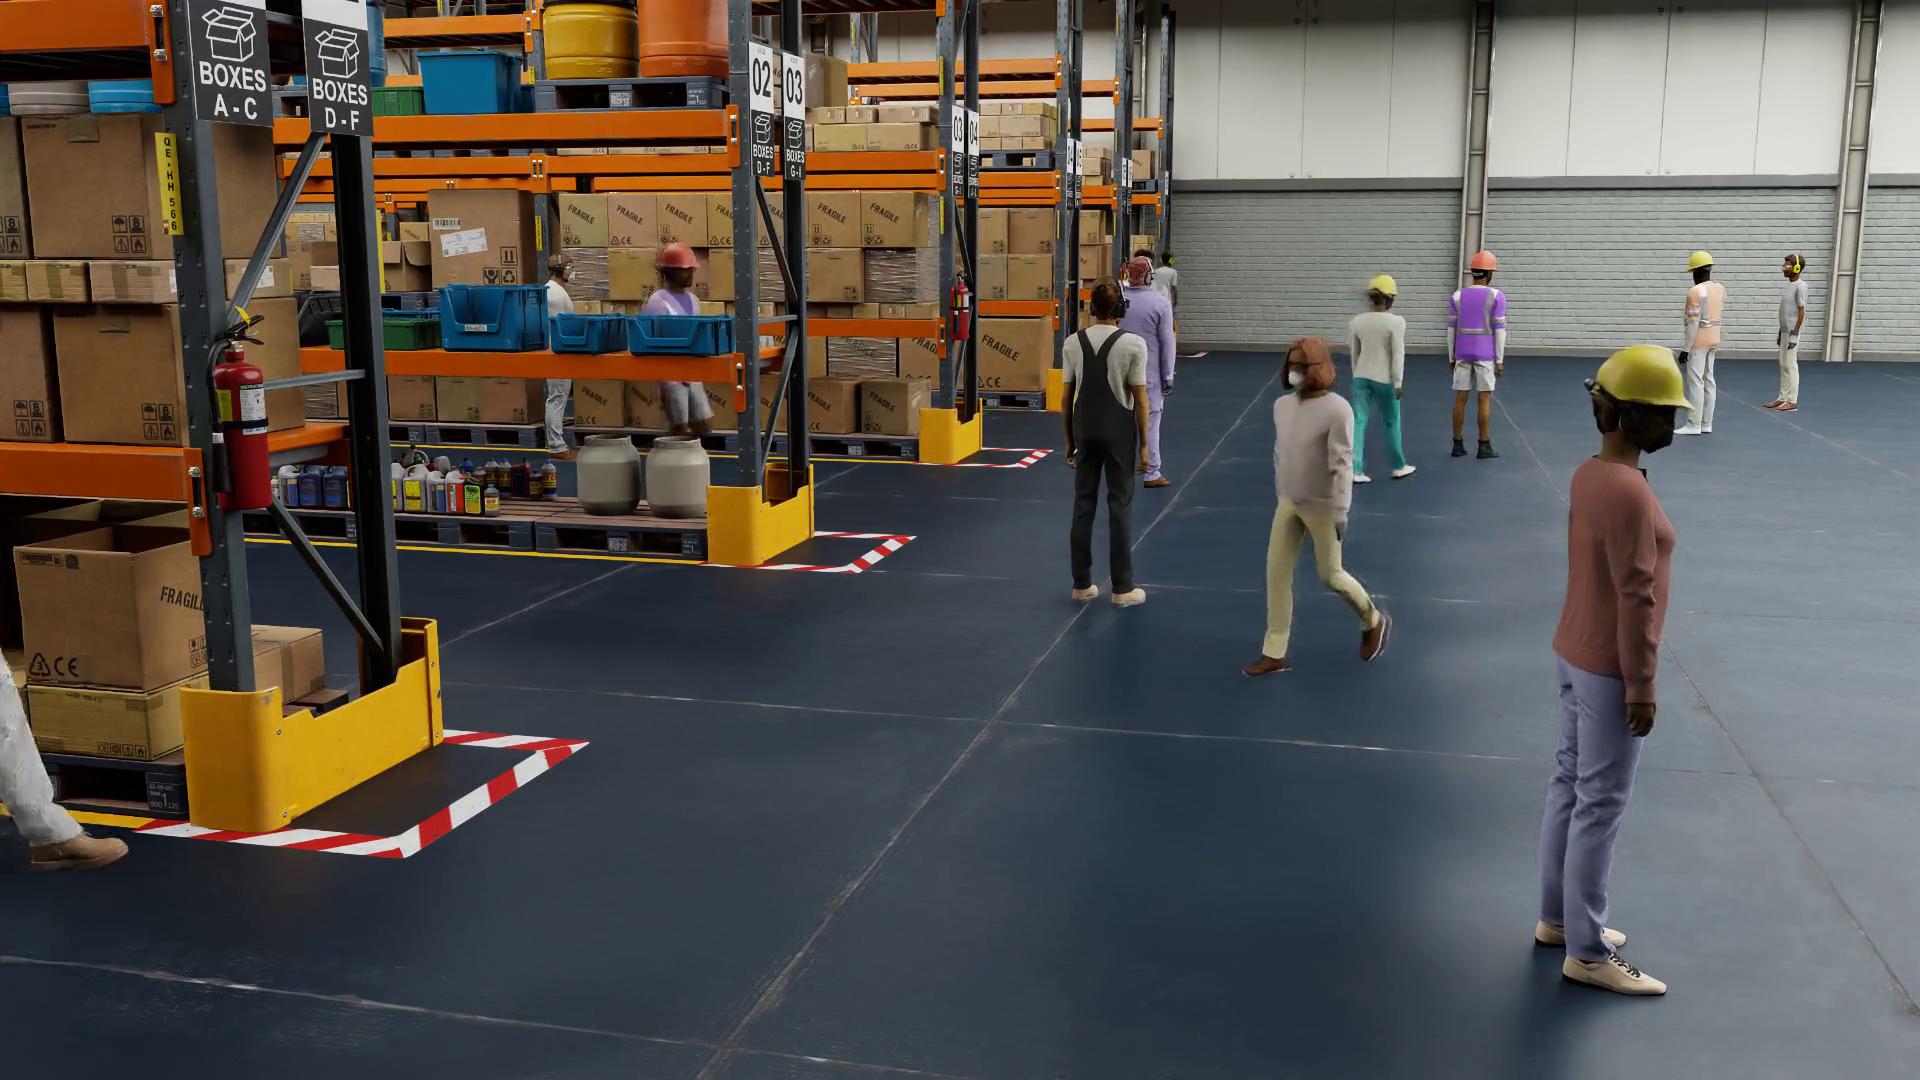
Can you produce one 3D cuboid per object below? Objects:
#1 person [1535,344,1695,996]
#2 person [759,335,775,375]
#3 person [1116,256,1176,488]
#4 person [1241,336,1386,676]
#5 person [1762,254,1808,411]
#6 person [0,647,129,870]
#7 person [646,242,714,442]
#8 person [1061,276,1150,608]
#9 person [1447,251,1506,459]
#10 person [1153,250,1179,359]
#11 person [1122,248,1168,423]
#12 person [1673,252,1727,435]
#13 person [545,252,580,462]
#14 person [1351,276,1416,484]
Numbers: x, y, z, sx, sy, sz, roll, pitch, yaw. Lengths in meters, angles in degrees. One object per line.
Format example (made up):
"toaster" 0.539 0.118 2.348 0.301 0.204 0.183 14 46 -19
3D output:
"person" 1.802 0.348 4.576 0.313 1.767 0.523 1 10 5
"person" -2.291 -2.485 19.535 0.405 2.035 0.606 3 11 16
"person" 1.486 -1.381 13.759 0.651 1.907 0.409 6 12 29
"person" 1.712 -0.166 7.866 0.760 1.607 0.510 -7 12 -33
"person" 9.957 -2.487 19.995 0.328 1.872 0.513 1 10 7
"person" -3.245 0.231 5.156 0.972 1.795 0.644 -3 11 -14
"person" -2.148 -1.231 12.593 0.501 2.026 0.615 5 11 27
"person" 0.817 -0.543 9.283 0.514 1.844 0.333 5 12 28
"person" 4.858 -1.735 15.634 0.548 1.937 0.379 9 13 40
"person" 3.543 -4.051 28.672 0.534 1.864 0.310 8 13 38
"person" 2.027 -2.293 18.685 0.638 1.947 0.461 4 11 21
"person" 7.756 -2.054 17.463 0.585 1.917 0.381 -7 13 -36
"person" -3.710 -1.684 15.385 0.363 1.934 0.625 -2 10 -13
"person" 3.577 -1.350 14.042 0.826 1.729 0.552 -10 14 -44
